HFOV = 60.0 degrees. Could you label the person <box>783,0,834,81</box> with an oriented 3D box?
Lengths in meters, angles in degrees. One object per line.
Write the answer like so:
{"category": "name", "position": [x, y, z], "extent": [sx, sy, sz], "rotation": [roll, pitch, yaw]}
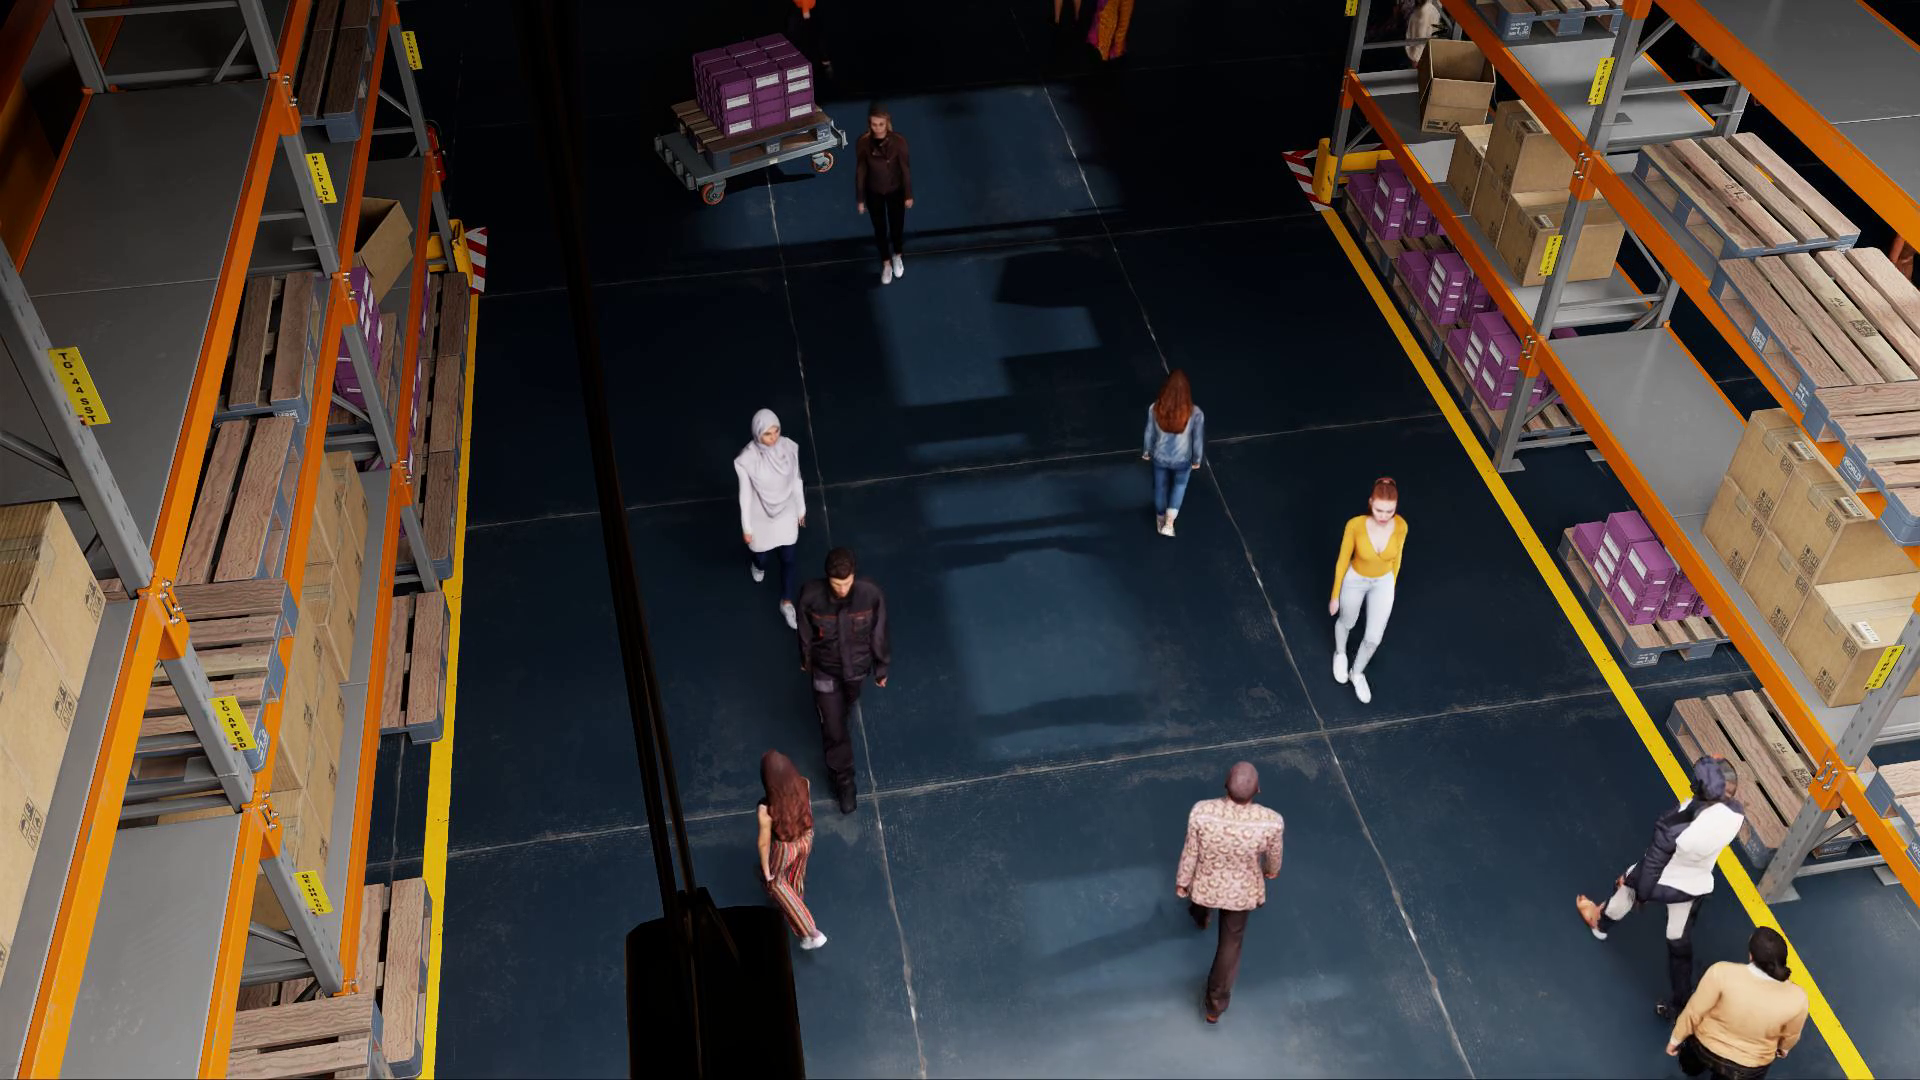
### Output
{"category": "person", "position": [-1.484, -5.414, 16.772], "extent": [0.864, 1.721, 0.985], "rotation": [4, 44, 4]}

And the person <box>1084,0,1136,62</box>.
{"category": "person", "position": [1.591, -5.758, 17.176], "extent": [0.884, 1.662, 0.944], "rotation": [25, 49, 24]}

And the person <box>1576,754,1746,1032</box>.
{"category": "person", "position": [3.901, 1.914, 8.986], "extent": [0.701, 1.851, 1.234], "rotation": [-5, 44, -6]}

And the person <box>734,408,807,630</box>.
{"category": "person", "position": [-1.304, -0.200, 11.266], "extent": [0.743, 1.766, 0.950], "rotation": [-16, 46, -16]}

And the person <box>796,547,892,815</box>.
{"category": "person", "position": [-0.727, 0.665, 10.275], "extent": [0.725, 1.880, 1.250], "rotation": [-7, 44, -8]}

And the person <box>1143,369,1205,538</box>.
{"category": "person", "position": [1.501, -0.563, 11.861], "extent": [0.691, 1.471, 0.749], "rotation": [8, 44, 8]}

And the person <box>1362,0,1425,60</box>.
{"category": "person", "position": [4.468, -5.535, 16.928], "extent": [1.175, 1.681, 1.073], "rotation": [27, 50, 26]}

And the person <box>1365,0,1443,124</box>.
{"category": "person", "position": [4.522, -4.673, 16.037], "extent": [0.971, 1.662, 0.926], "rotation": [22, 48, 21]}

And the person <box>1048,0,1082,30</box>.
{"category": "person", "position": [1.147, -6.348, 17.663], "extent": [0.588, 1.844, 0.532], "rotation": [-7, 44, -7]}

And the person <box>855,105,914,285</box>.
{"category": "person", "position": [-0.630, -2.997, 14.254], "extent": [0.707, 1.694, 0.676], "rotation": [4, 44, 5]}

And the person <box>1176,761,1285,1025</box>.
{"category": "person", "position": [1.439, 1.925, 9.039], "extent": [0.995, 1.760, 1.280], "rotation": [7, 44, 7]}

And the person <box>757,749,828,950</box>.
{"category": "person", "position": [-0.925, 1.755, 9.369], "extent": [0.797, 1.551, 0.914], "rotation": [-32, 52, -29]}

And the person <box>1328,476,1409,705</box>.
{"category": "person", "position": [2.614, 0.237, 10.828], "extent": [0.663, 1.737, 0.750], "rotation": [-1, 44, -1]}

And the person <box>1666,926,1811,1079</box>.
{"category": "person", "position": [3.825, 2.631, 8.347], "extent": [1.163, 1.693, 1.260], "rotation": [24, 48, 23]}
